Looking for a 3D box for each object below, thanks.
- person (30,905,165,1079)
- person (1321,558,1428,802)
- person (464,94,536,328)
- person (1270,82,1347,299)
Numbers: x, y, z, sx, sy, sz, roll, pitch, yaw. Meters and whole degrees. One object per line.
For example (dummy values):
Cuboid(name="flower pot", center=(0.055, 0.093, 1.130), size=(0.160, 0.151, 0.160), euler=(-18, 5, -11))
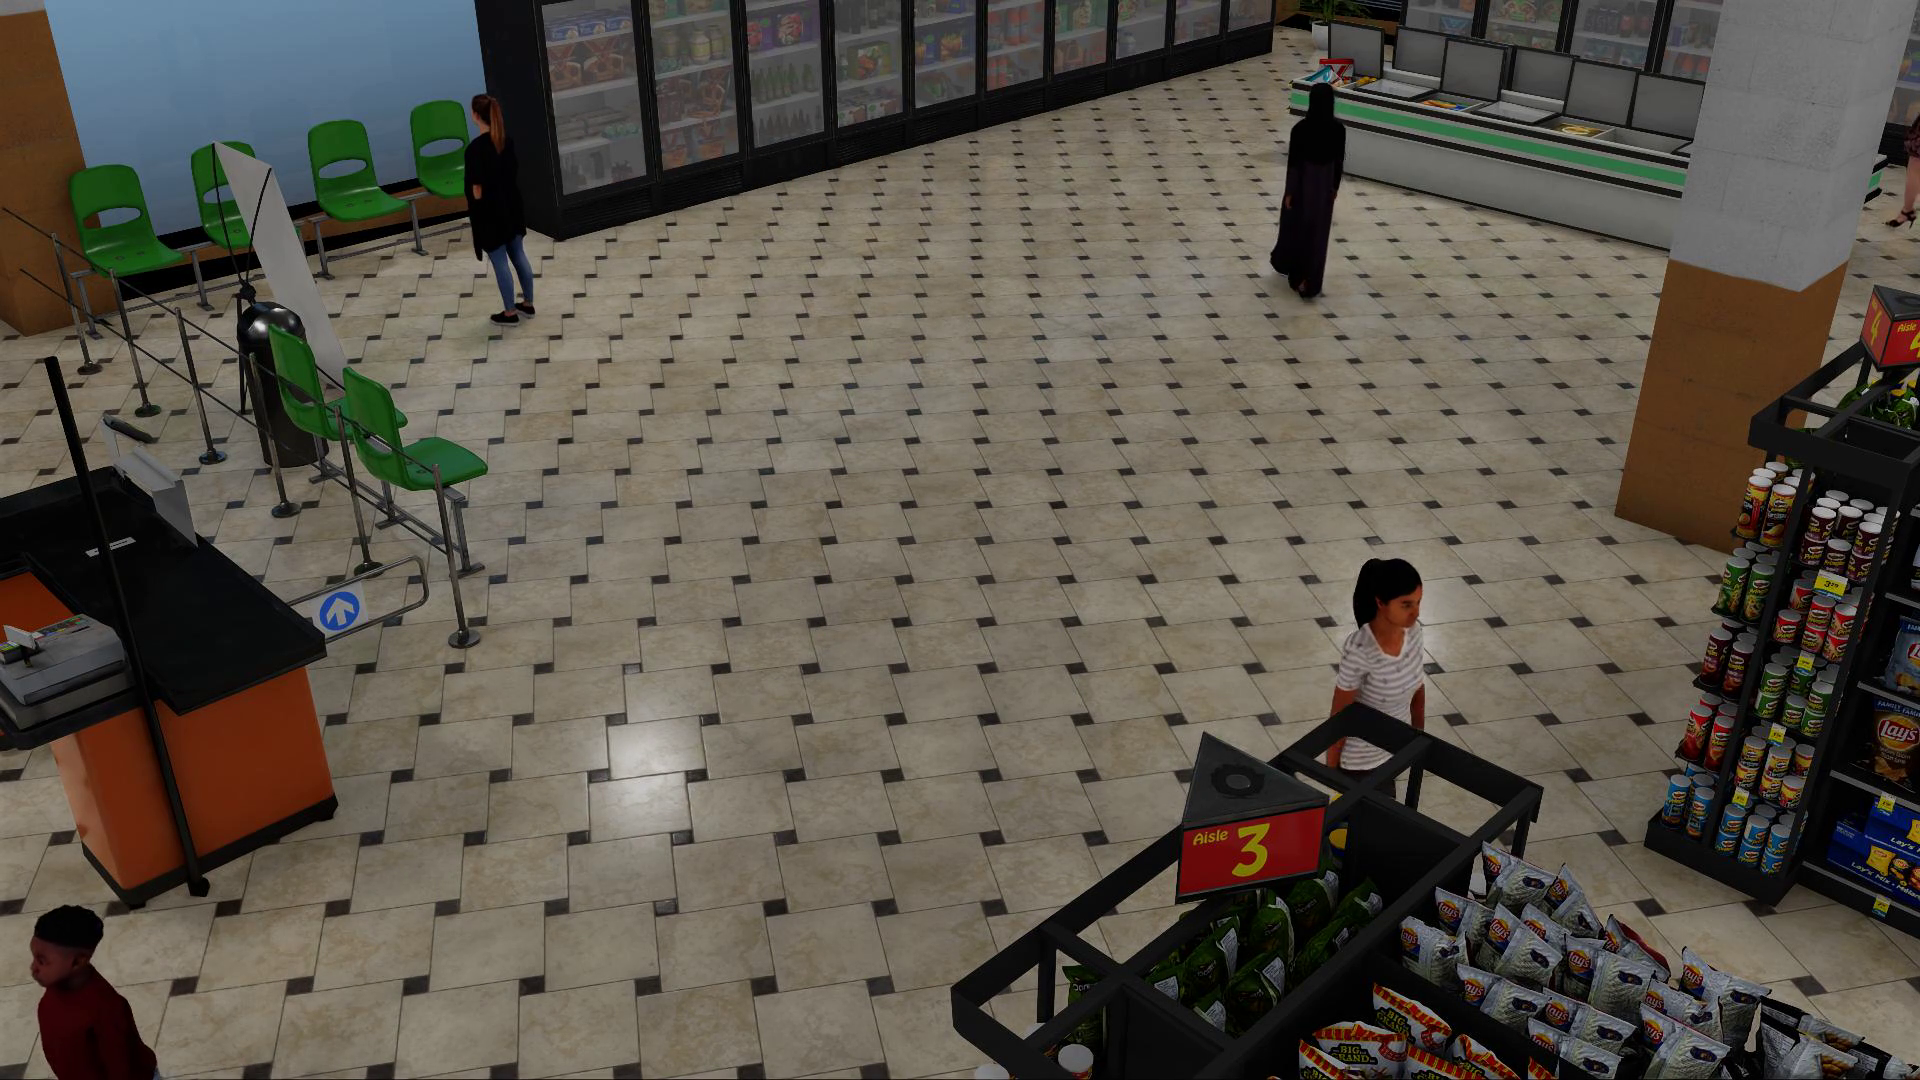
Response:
Cuboid(name="person", center=(-2.571, 1.630, 5.173), size=(0.860, 1.230, 0.706), euler=(16, 33, 27))
Cuboid(name="person", center=(1.491, 0.765, 6.342), size=(0.556, 1.628, 0.647), euler=(-25, 37, -37))
Cuboid(name="person", center=(-3.338, -2.383, 12.050), size=(0.636, 1.683, 0.681), euler=(16, 33, 27))
Cuboid(name="person", center=(2.670, -2.623, 12.570), size=(1.027, 1.606, 1.102), euler=(-1, 29, -2))
